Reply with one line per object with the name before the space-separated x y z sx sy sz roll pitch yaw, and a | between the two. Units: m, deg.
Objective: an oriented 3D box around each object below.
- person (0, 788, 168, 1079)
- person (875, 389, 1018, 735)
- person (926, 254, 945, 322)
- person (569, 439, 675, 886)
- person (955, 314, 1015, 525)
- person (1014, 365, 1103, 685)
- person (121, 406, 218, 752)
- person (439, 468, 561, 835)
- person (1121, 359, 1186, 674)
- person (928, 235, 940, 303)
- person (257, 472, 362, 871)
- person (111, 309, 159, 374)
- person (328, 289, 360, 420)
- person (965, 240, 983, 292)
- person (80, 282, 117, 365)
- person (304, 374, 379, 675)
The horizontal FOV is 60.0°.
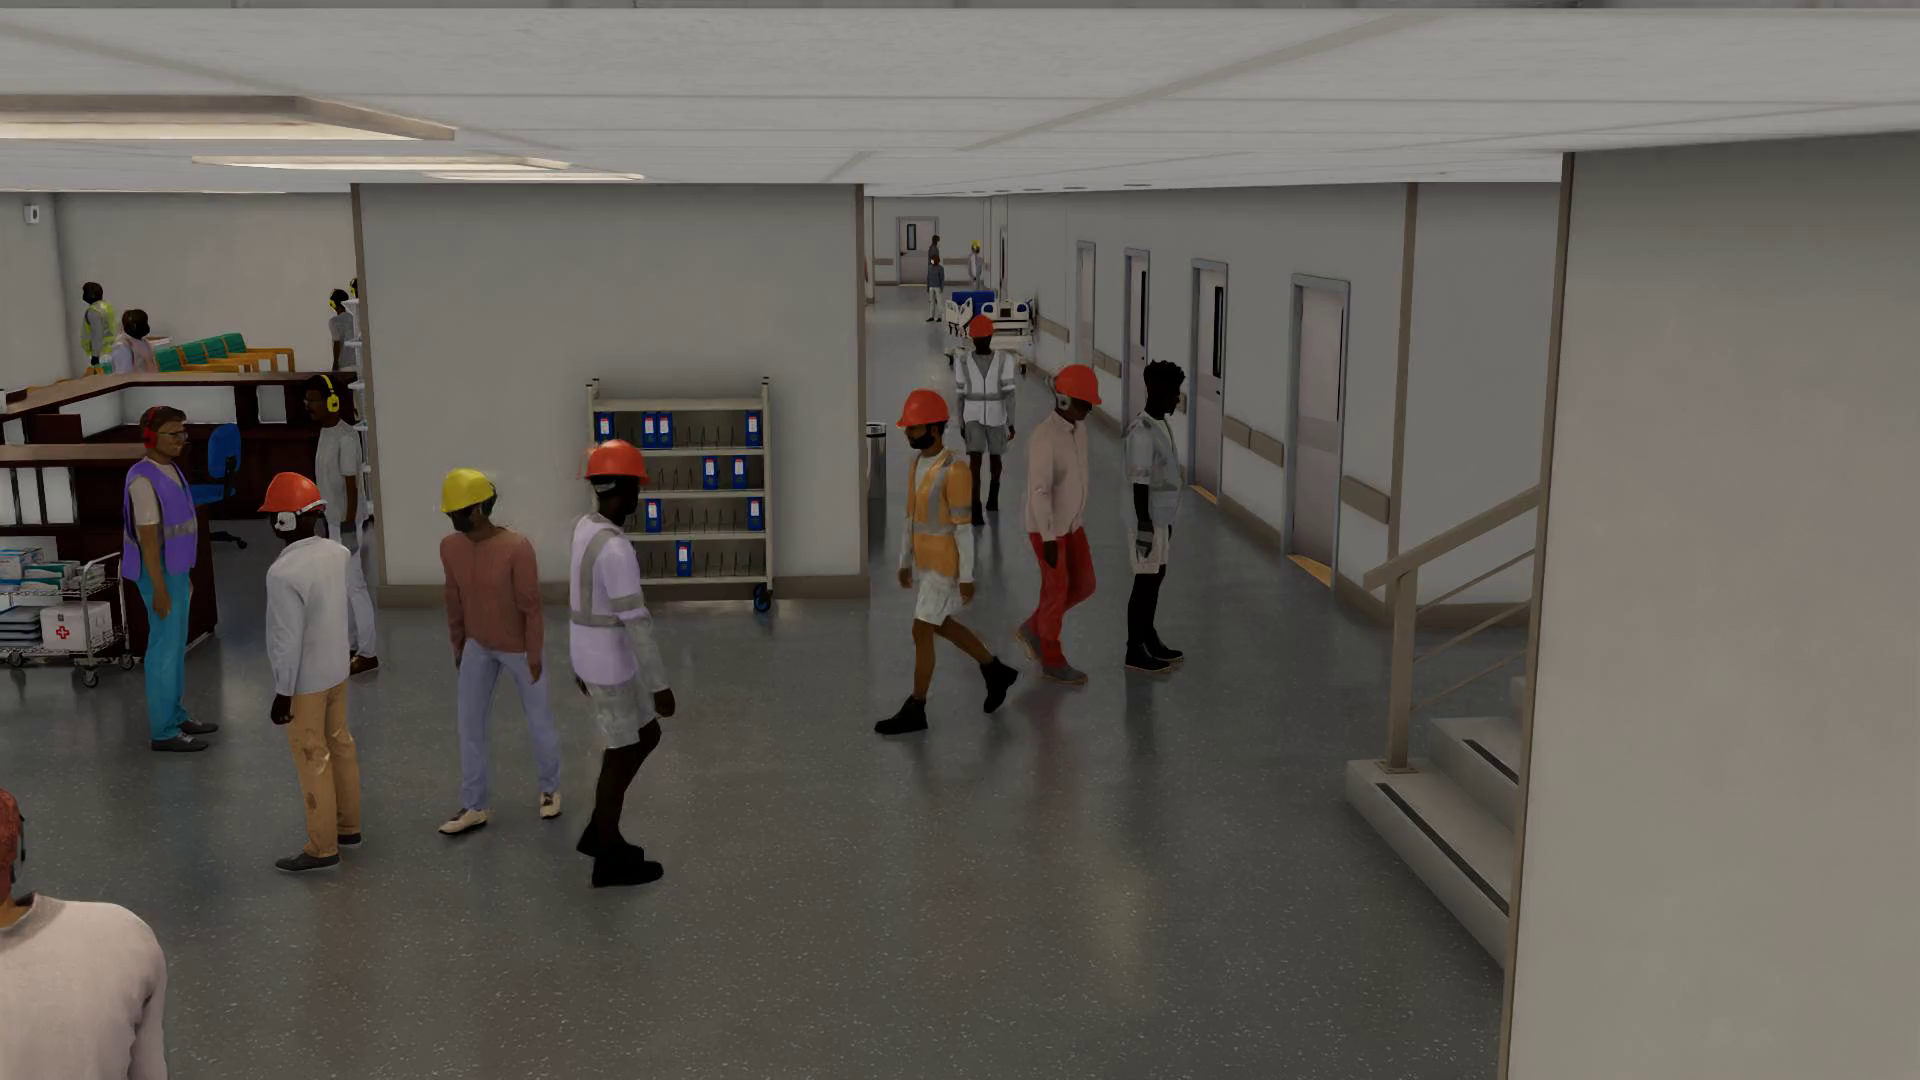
person | -1.777 1.347 3.106 0.406 1.911 0.636 6 13 25
person | -0.054 0.103 9.214 0.880 1.908 0.552 -6 13 -26
person | -0.593 -6.051 39.929 0.501 1.633 0.286 9 15 38
person | -1.428 0.528 7.064 0.435 1.914 0.558 -4 12 -17
person | 0.230 -1.135 15.285 0.547 1.901 0.928 0 12 1
person | 0.594 -0.080 9.953 0.571 1.955 0.649 7 13 29
person | -4.241 0.203 8.858 0.375 1.841 0.567 -3 12 -13
person | -2.143 0.502 7.698 0.526 1.716 0.622 3 12 16
person | 1.193 -0.142 10.289 0.389 1.951 0.615 4 12 17
person | -0.729 -7.693 47.241 0.382 1.928 0.635 0 12 0
person | -2.857 0.570 7.277 0.329 1.751 0.572 1 12 6
person | -8.300 -1.428 16.869 0.476 1.826 0.656 -1 12 -5
person | -7.334 -2.055 19.848 0.335 1.864 0.521 4 12 20
person | 0.355 -7.307 45.625 0.726 1.809 0.597 1 12 7
person | -11.354 -2.476 21.954 0.430 1.845 0.624 -2 12 -12
person | -3.830 -0.095 10.276 0.327 1.862 0.510 -9 14 -36
